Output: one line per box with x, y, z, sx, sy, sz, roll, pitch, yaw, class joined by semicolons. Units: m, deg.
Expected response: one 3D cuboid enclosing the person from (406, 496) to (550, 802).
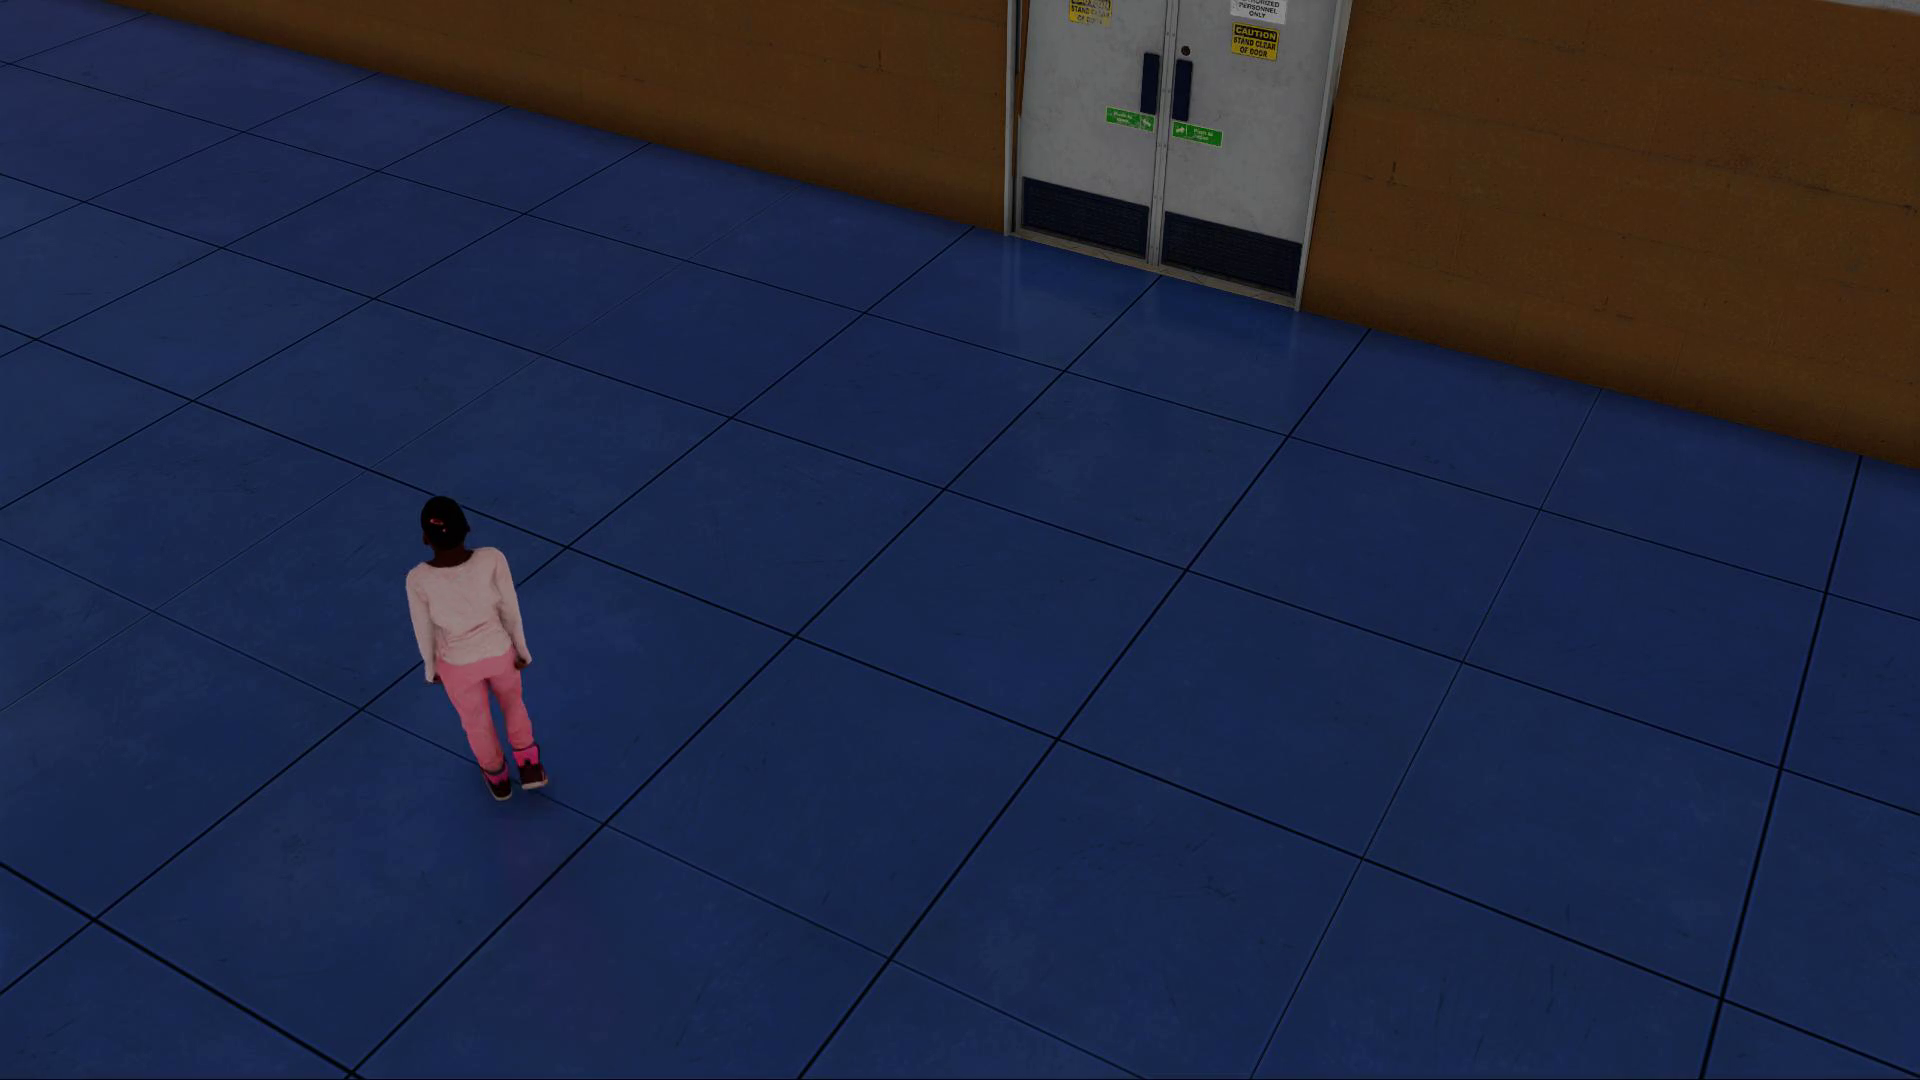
-1.811;0.458;6.283;0.710;1.439;0.756;-18;40;-22;person
